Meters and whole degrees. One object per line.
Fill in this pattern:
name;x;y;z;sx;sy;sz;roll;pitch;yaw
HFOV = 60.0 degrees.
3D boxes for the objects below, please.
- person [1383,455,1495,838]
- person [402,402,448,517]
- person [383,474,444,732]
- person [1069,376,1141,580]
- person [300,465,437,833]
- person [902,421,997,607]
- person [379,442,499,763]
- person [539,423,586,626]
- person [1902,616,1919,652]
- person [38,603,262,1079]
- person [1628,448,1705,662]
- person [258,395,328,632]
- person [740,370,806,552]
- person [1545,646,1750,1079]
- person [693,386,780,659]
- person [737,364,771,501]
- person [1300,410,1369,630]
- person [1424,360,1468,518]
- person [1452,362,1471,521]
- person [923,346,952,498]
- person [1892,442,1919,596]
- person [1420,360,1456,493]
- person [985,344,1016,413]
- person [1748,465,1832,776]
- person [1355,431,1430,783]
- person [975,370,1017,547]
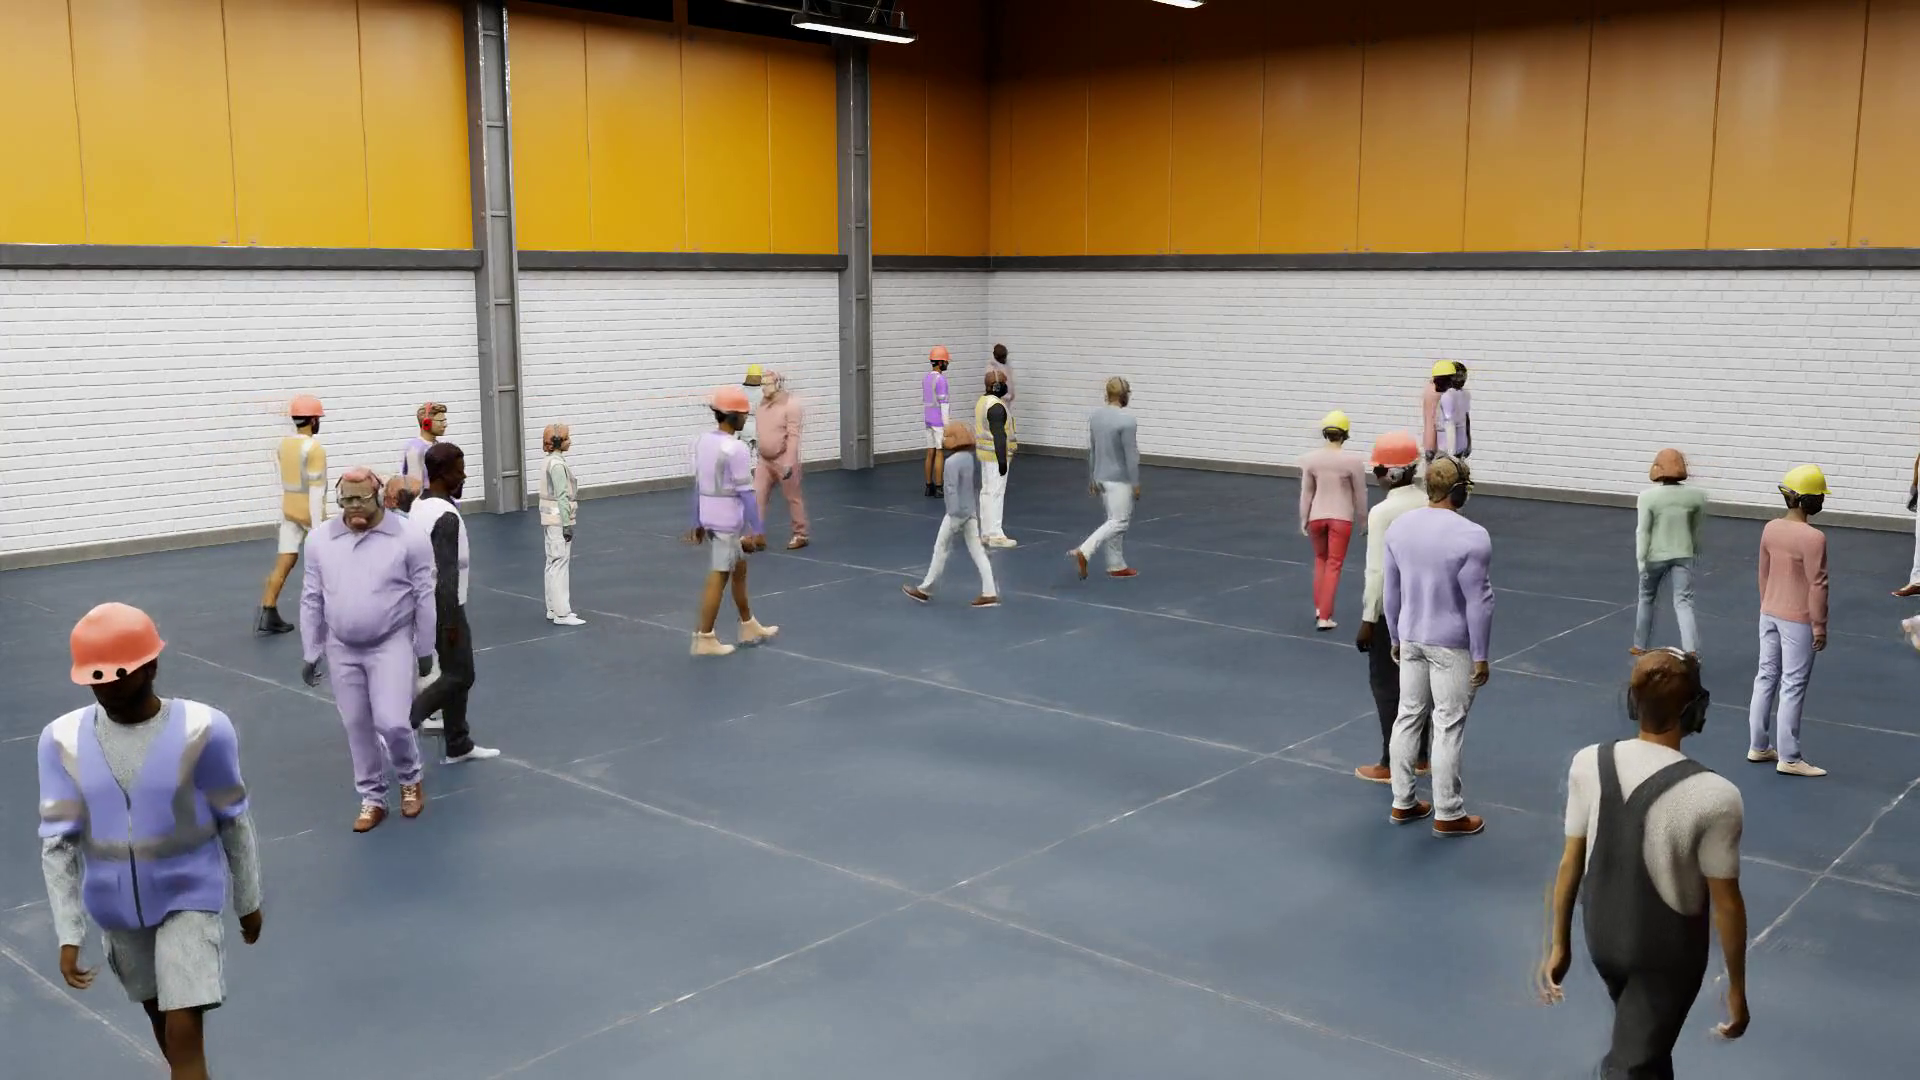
person;2.425;0.533;8.432;0.367;1.939;0.634;-7;11;-36
person;-4.230;-0.173;13.204;0.394;1.837;0.568;1;9;4
person;-3.366;0.402;10.257;0.683;1.604;0.531;-5;10;-29
person;1.343;-0.547;15.299;0.755;1.916;0.636;-4;10;-25
person;-3.014;0.553;8.458;0.645;1.887;0.420;0;9;1
person;-0.056;-0.220;14.231;0.874;1.582;0.521;4;10;25
person;-3.002;0.390;9.489;0.621;1.897;0.598;-6;11;-32
person;-3.254;-0.125;13.505;0.308;1.639;0.514;-4;10;-24
person;7.339;0.010;11.983;0.826;1.860;0.583;6;11;35
person;-2.431;1.112;4.965;0.544;1.874;1.022;-1;9;-8
person;5.130;0.136;11.997;0.500;1.597;0.826;1;9;3
person;-5.243;-0.216;13.315;0.561;1.889;1.027;5;11;31
person;-1.919;-0.790;16.982;0.659;1.856;0.973;6;11;34
person;1.967;1.191;4.761;0.994;1.797;0.521;-6;11;-31
person;-1.641;-0.139;12.434;0.919;2.004;0.633;-7;11;-36
person;-2.567;-1.339;20.831;0.480;1.734;0.334;0;9;-1
person;3.034;-0.167;13.408;0.523;1.744;0.715;7;11;37
person;5.312;-1.019;18.264;0.638;1.900;0.633;5;10;27
person;5.635;-1.131;19.160;0.609;1.848;0.509;-5;10;-28
person;-0.267;-1.498;21.190;0.359;1.938;0.545;-5;10;-28
person;8.478;-0.390;14.457;0.331;1.867;0.519;-3;10;-18
person;5.456;-1.091;18.801;0.642;1.877;0.666;3;10;20
person;0.659;-2.072;25.249;0.434;1.810;0.769;5;10;30
person;4.748;0.453;9.475;0.308;1.769;0.524;-2;9;-10
person;2.445;0.384;9.283;0.678;1.972;0.376;-8;12;-42
person;0.382;-0.853;17.437;0.429;1.845;0.627;-2;9;-14
